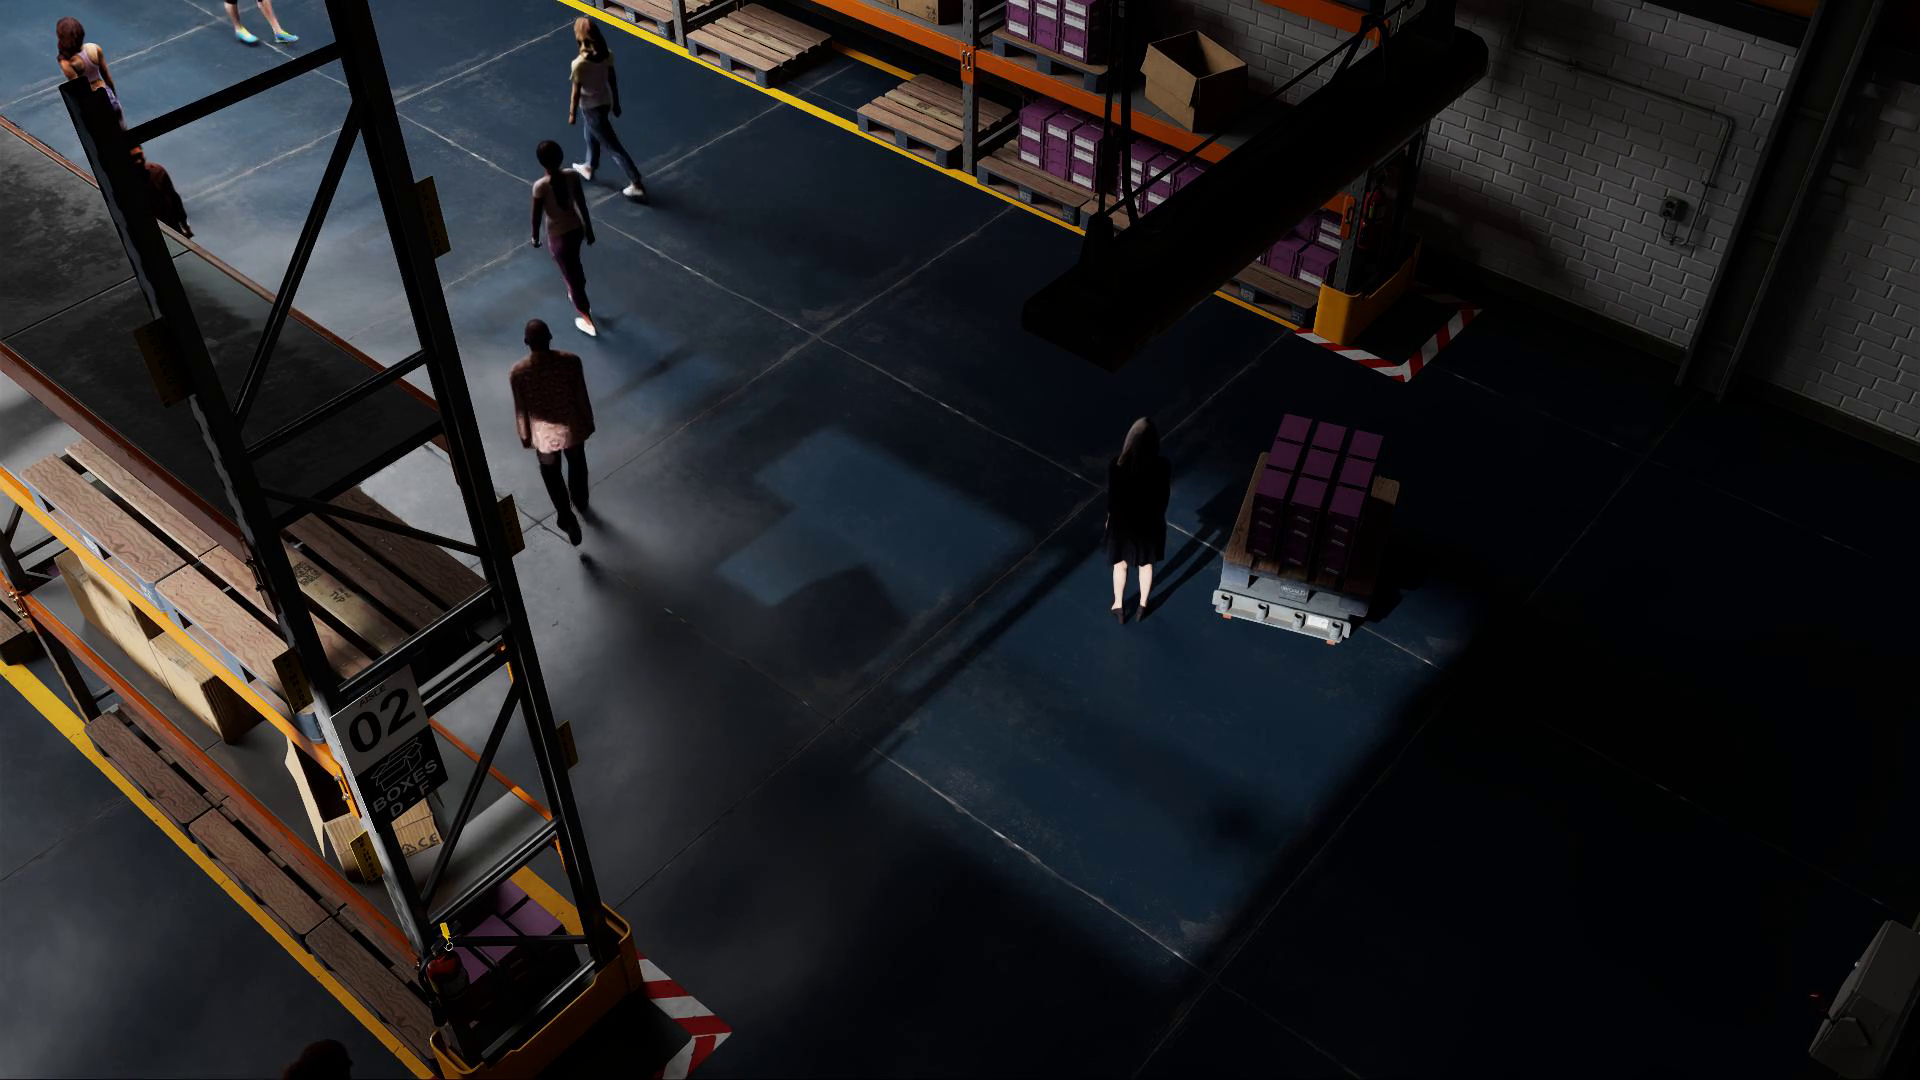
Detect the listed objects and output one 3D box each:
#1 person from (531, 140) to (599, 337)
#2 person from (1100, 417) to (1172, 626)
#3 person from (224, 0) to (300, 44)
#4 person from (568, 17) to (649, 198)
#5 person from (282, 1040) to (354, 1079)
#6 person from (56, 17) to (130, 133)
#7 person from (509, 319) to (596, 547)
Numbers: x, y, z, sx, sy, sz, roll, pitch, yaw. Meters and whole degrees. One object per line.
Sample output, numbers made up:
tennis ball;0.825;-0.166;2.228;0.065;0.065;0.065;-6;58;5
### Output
person;-3.149;-2.411;13.516;0.830;1.723;0.604;32;52;29
person;1.174;-0.120;11.093;0.682;1.747;0.760;2;44;2
person;-7.618;-6.011;17.199;1.087;1.853;0.831;19;47;19
person;-3.212;-3.851;15.058;1.181;1.679;0.772;22;48;22
person;-2.980;2.935;7.929;1.247;1.689;1.052;5;44;5
person;-7.774;-3.900;15.048;0.621;1.765;0.651;18;47;18
person;-2.820;-0.749;11.725;0.966;1.785;1.144;-17;46;-17
